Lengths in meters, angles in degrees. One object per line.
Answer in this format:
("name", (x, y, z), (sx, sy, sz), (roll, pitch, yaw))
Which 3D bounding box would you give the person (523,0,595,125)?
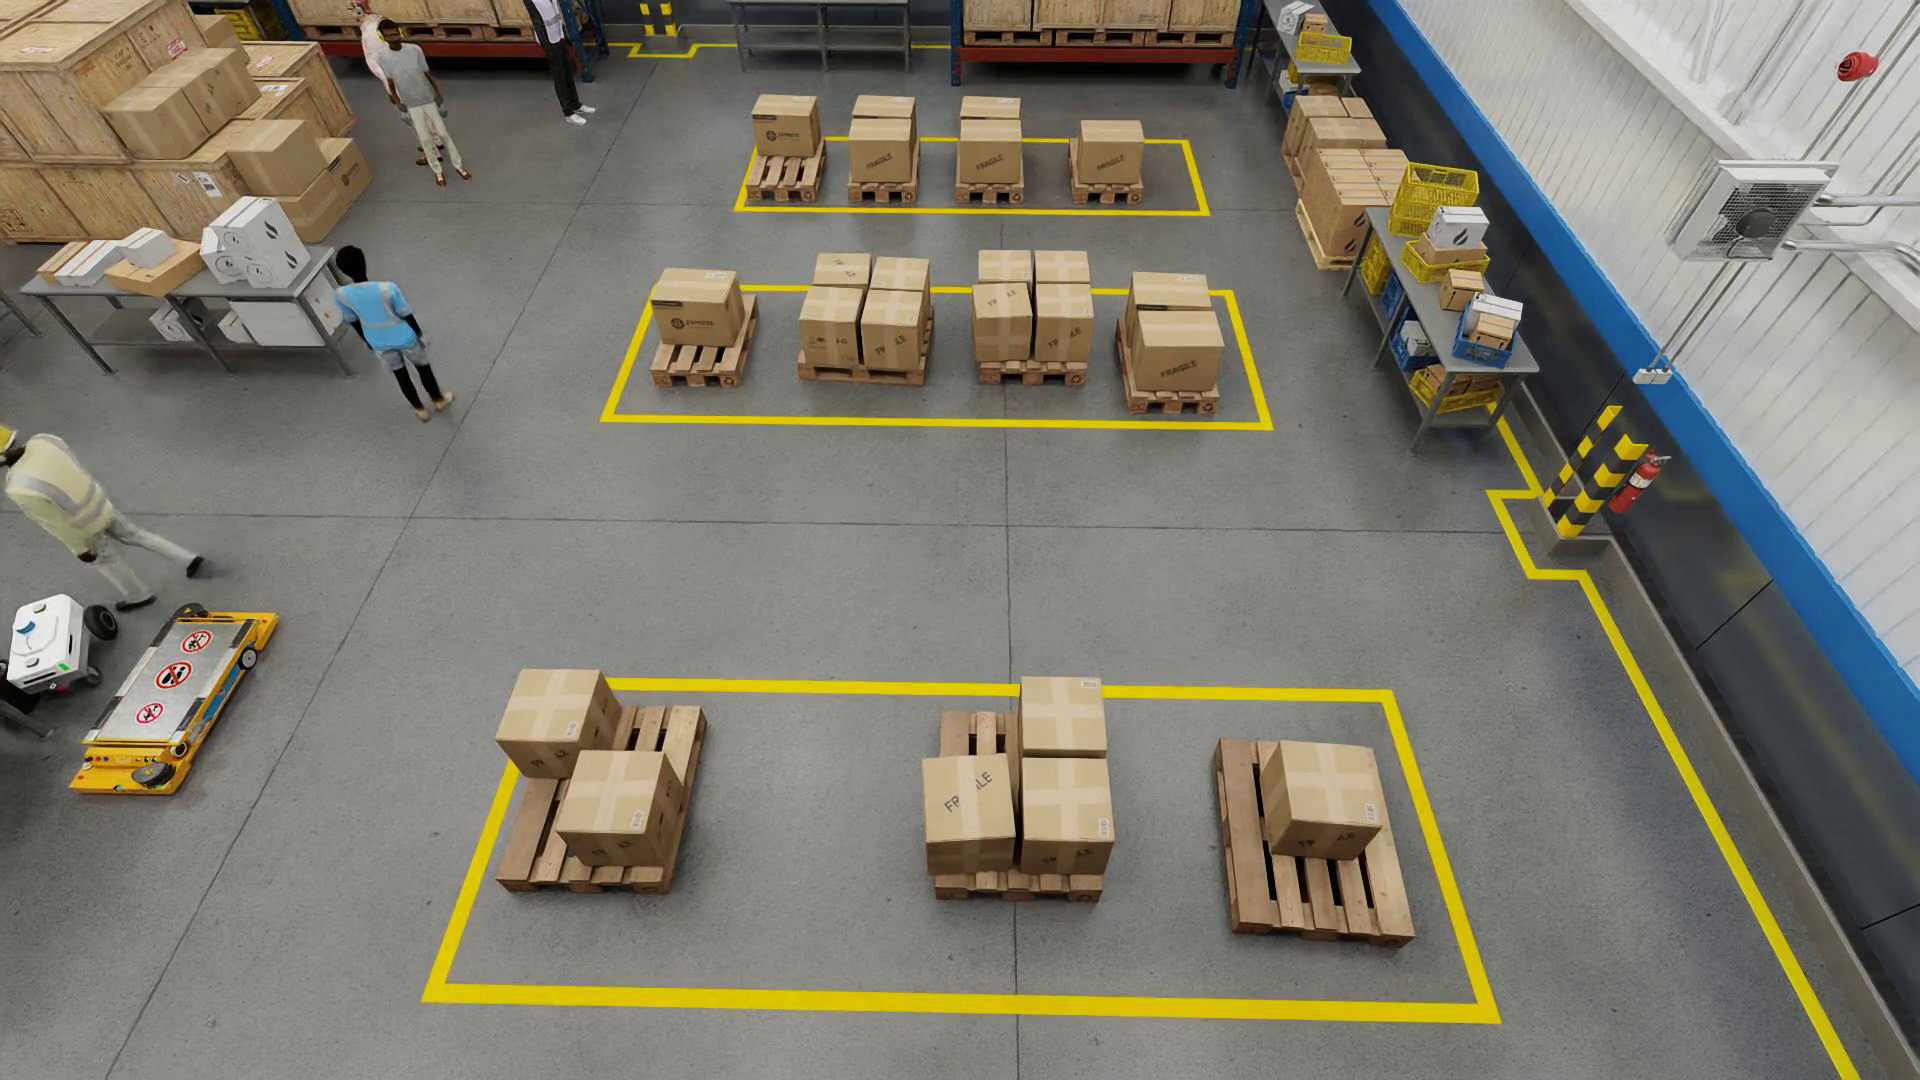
("person", (-5.148, -6.321, 11.627), (0.387, 1.919, 0.594), (5, 50, 4))

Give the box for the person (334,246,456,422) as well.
("person", (-4.884, -1.749, 7.906), (0.540, 1.693, 0.338), (-7, 50, -6))

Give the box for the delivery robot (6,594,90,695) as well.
("delivery robot", (-6.459, 0.733, 6.485), (0.477, 0.478, 0.707), (-22, 53, -18))

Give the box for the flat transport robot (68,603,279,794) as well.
("flat transport robot", (-5.504, 1.072, 6.442), (0.652, 0.197, 1.431), (1, 50, 1))

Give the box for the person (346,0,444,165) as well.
("person", (-6.756, -5.491, 10.942), (0.397, 1.898, 0.636), (-12, 51, -10))

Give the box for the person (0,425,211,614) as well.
("person", (-6.199, -0.165, 6.497), (0.549, 1.850, 0.600), (-8, 50, -7))

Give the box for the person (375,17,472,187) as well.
("person", (-6.235, -5.030, 10.572), (0.508, 1.863, 0.332), (-24, 54, -19))
